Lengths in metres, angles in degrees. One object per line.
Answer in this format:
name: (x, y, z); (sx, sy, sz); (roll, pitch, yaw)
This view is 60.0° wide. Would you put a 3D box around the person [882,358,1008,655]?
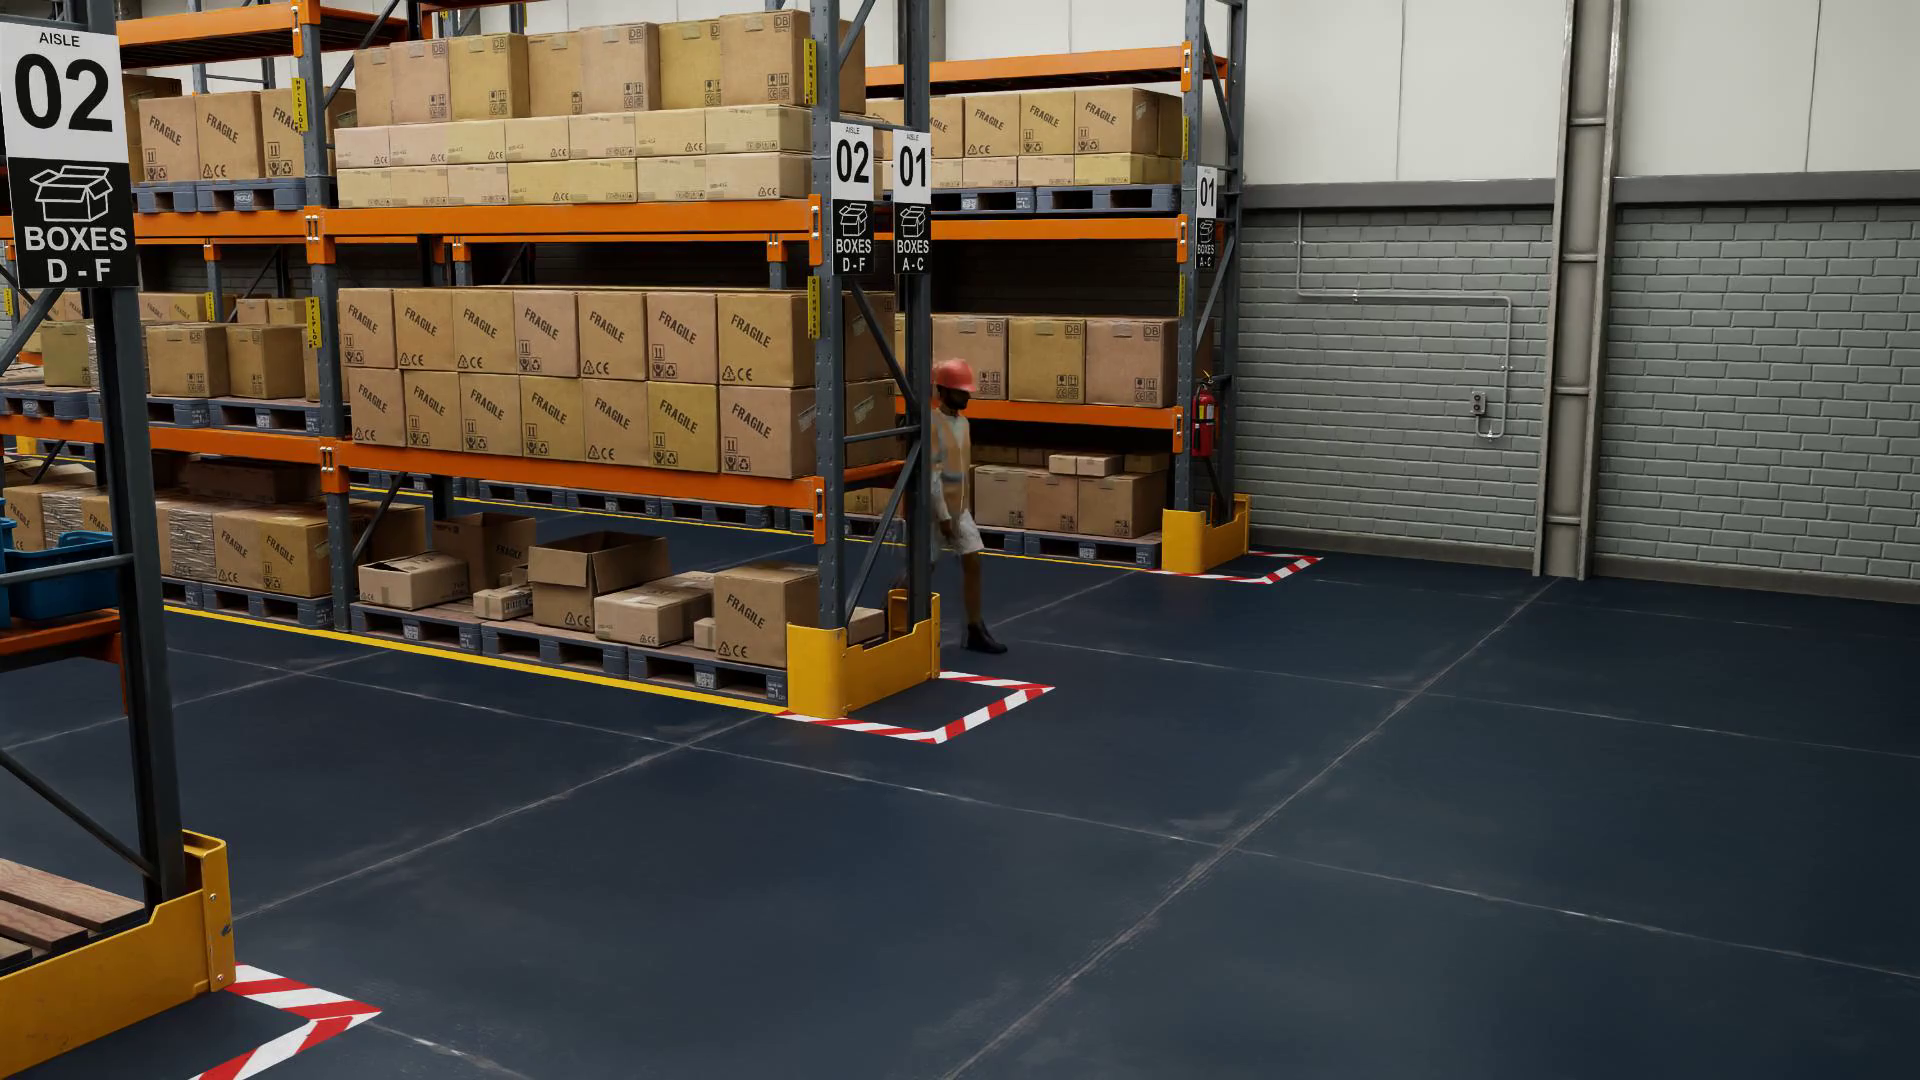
person: (-0.143, -0.225, 10.692); (0.909, 1.898, 0.531); (7, 12, 37)
